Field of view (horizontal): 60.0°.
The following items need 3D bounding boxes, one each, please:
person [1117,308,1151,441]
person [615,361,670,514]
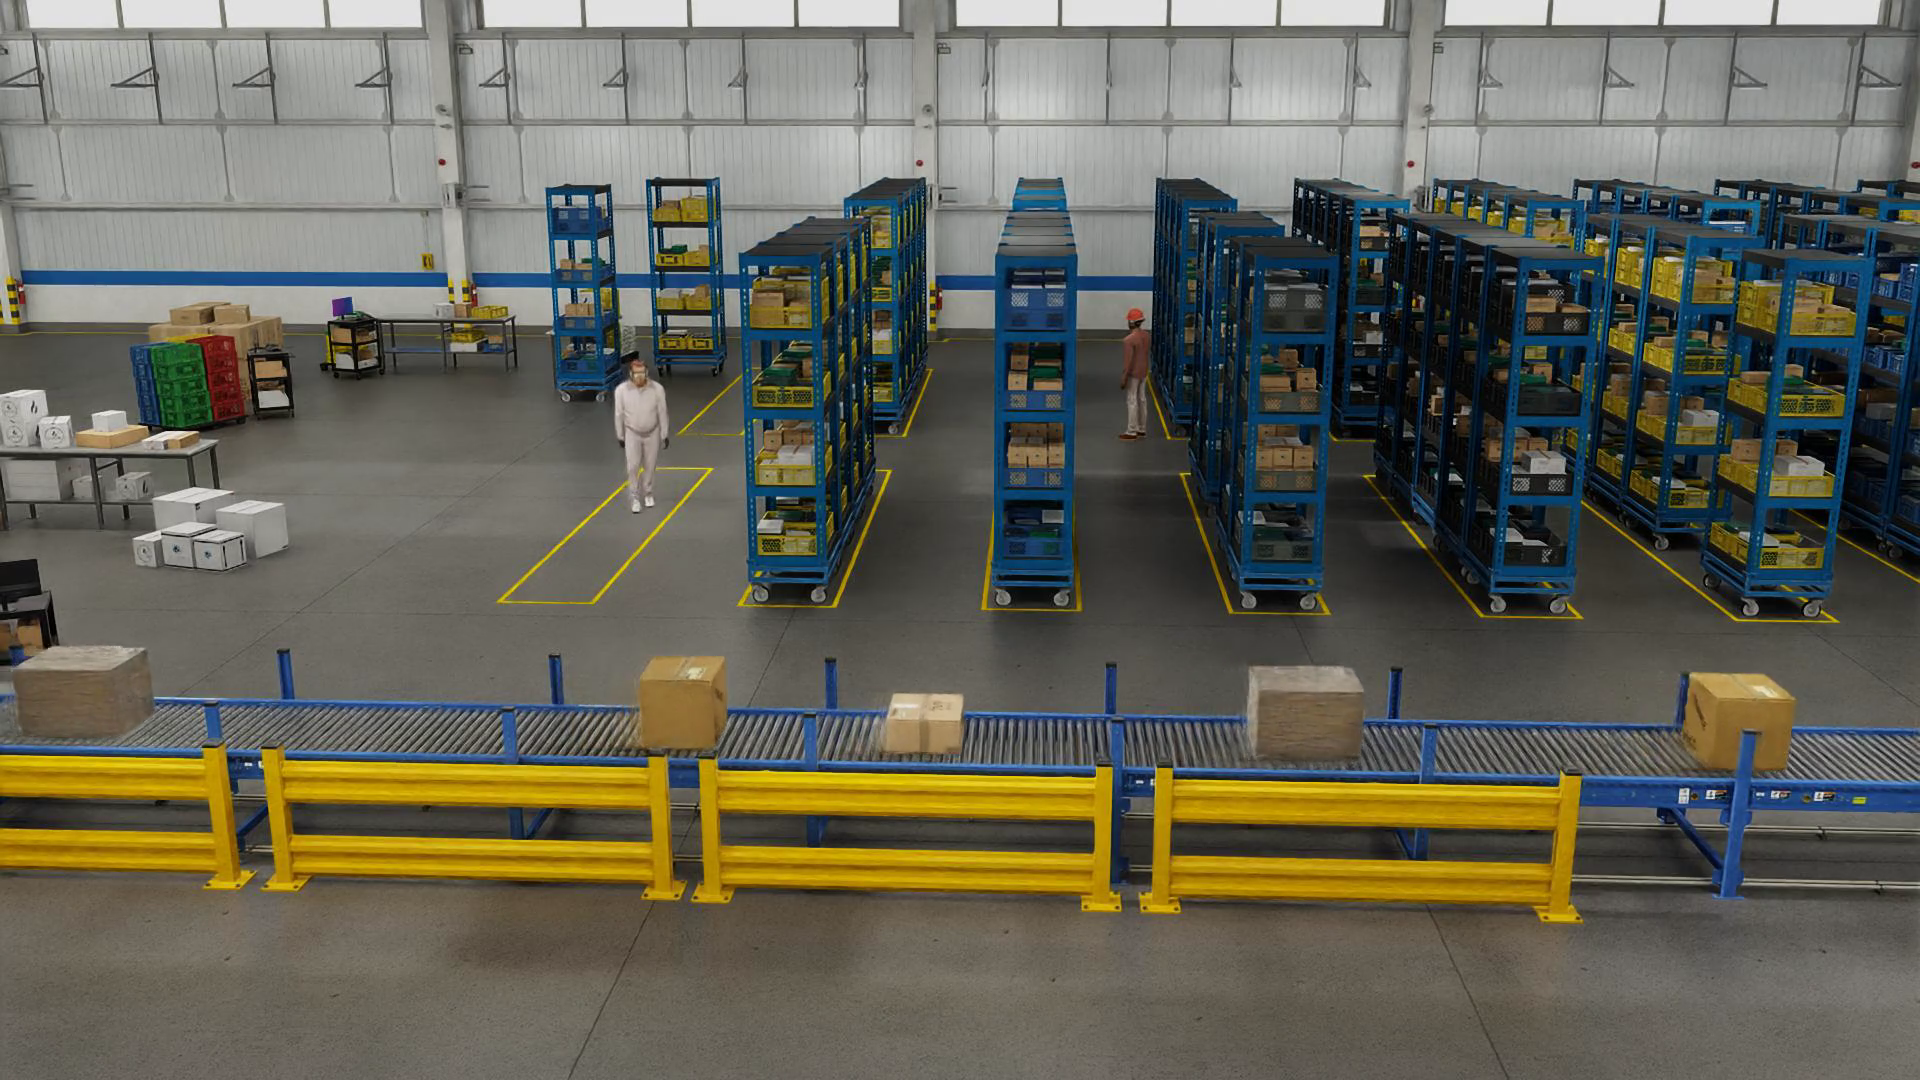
[{"bbox_3d":[2.619,-2.481,24.970,0.382,1.995,0.612,12,19,37],"label":"person"},{"bbox_3d":[-3.943,-1.288,20.752,0.654,1.877,0.797,-5,16,-17],"label":"person"}]
